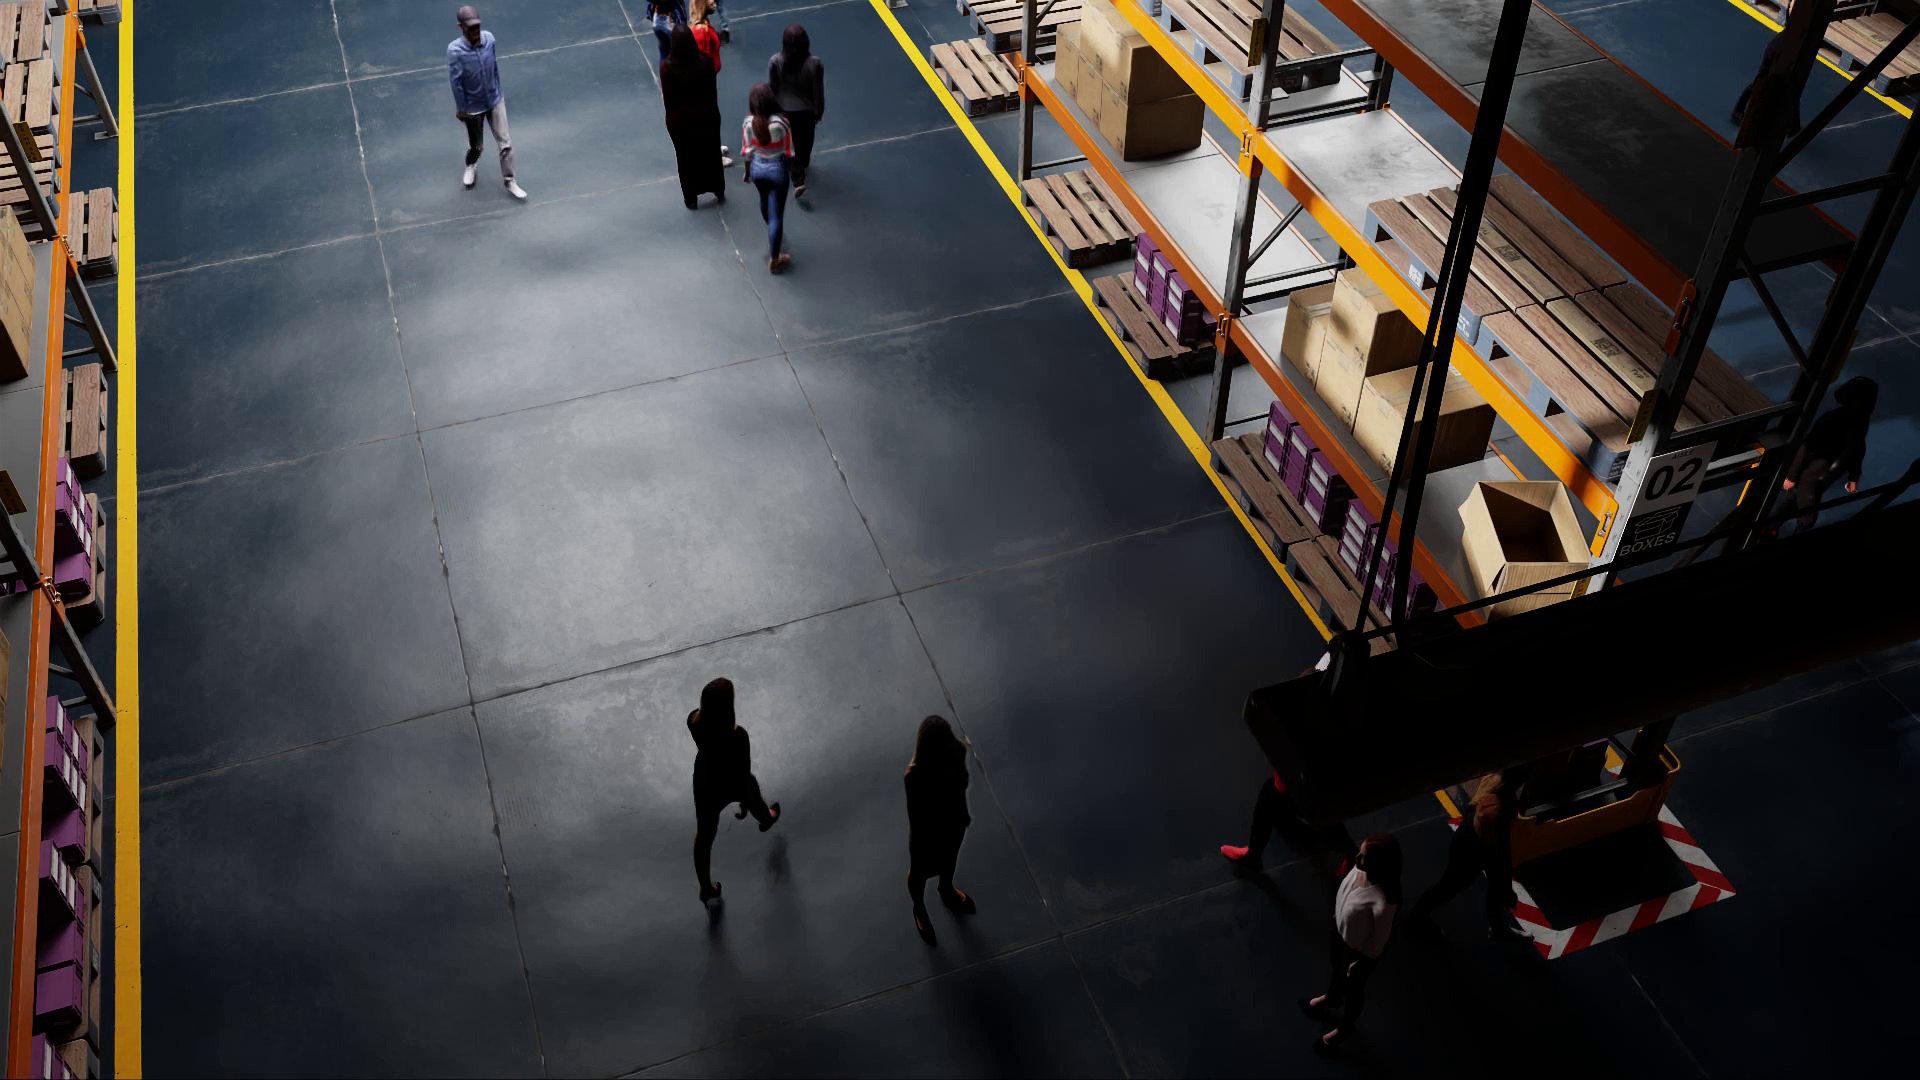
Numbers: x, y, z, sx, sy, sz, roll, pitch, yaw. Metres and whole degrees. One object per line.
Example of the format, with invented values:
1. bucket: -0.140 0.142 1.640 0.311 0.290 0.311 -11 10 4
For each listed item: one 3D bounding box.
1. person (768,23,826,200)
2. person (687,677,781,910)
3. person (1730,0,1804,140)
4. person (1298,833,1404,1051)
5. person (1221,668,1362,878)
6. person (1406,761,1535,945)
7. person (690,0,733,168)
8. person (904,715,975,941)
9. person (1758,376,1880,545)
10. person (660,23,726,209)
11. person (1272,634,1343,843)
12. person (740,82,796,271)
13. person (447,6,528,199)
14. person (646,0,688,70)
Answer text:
1. person: -1.479 -3.901 15.176 0.778 1.575 1.100 -8 44 -8
2. person: -1.402 1.480 9.492 0.983 1.623 1.095 14 45 14
3. person: 7.836 -4.667 15.926 0.761 1.647 1.107 -26 49 -25
4. person: 2.080 2.100 8.742 0.698 1.760 0.526 -4 44 -4
5. person: 2.035 1.396 9.549 1.124 1.665 1.039 19 47 19
6. person: 2.790 1.715 9.265 1.031 1.596 0.989 17 46 17
7. person: -2.361 -4.312 15.514 0.700 1.703 0.475 -10 44 -10
8. person: -0.134 1.571 9.335 0.626 1.706 0.606 -31 51 -28
9. person: 5.905 -0.508 11.558 0.622 1.650 0.906 -15 46 -15
10. person: -2.391 -3.799 14.936 0.669 1.757 0.606 -17 46 -17
11. person: 2.009 1.130 9.698 0.833 1.844 0.791 21 47 20
12. person: -1.657 -3.116 14.362 0.934 1.560 1.075 14 45 14
13. person: -4.380 -4.005 15.089 0.875 1.844 1.111 -28 50 -26
14. person: -2.865 -5.042 16.336 0.688 1.624 0.757 20 47 20
